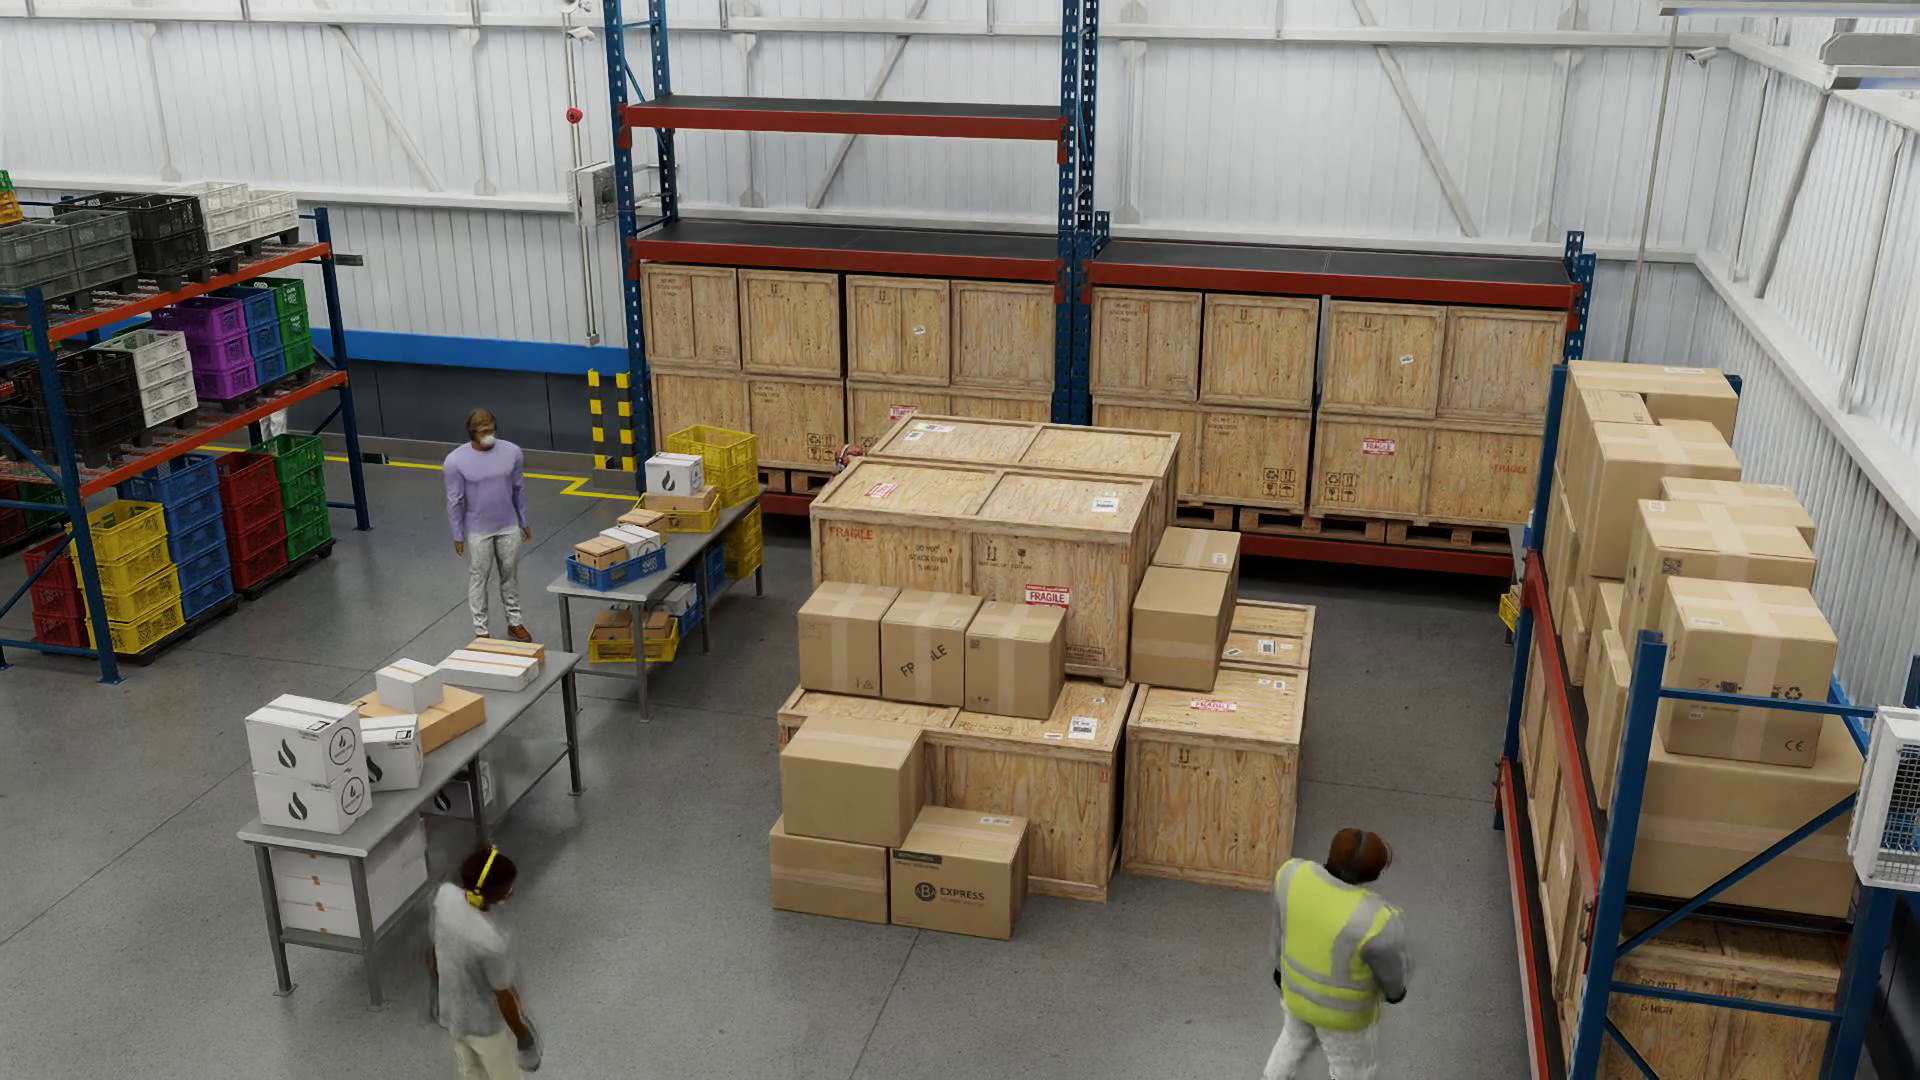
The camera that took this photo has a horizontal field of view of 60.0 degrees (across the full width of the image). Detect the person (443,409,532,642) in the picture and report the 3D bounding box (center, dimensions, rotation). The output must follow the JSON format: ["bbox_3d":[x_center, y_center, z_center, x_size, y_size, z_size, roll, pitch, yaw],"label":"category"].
[{"bbox_3d":[-3.642,-0.090,12.927,0.638,1.937,0.356,-15,25,-33],"label":"person"}]

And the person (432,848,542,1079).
[{"bbox_3d":[-2.099,2.134,7.274,0.655,1.837,0.360,17,27,38],"label":"person"}]

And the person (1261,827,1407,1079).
[{"bbox_3d":[1.681,2.047,7.524,0.516,1.804,0.702,-15,26,-35],"label":"person"}]

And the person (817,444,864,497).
[{"bbox_3d":[-0.801,0.198,12.235,0.396,1.899,0.645,12,24,28],"label":"person"}]
